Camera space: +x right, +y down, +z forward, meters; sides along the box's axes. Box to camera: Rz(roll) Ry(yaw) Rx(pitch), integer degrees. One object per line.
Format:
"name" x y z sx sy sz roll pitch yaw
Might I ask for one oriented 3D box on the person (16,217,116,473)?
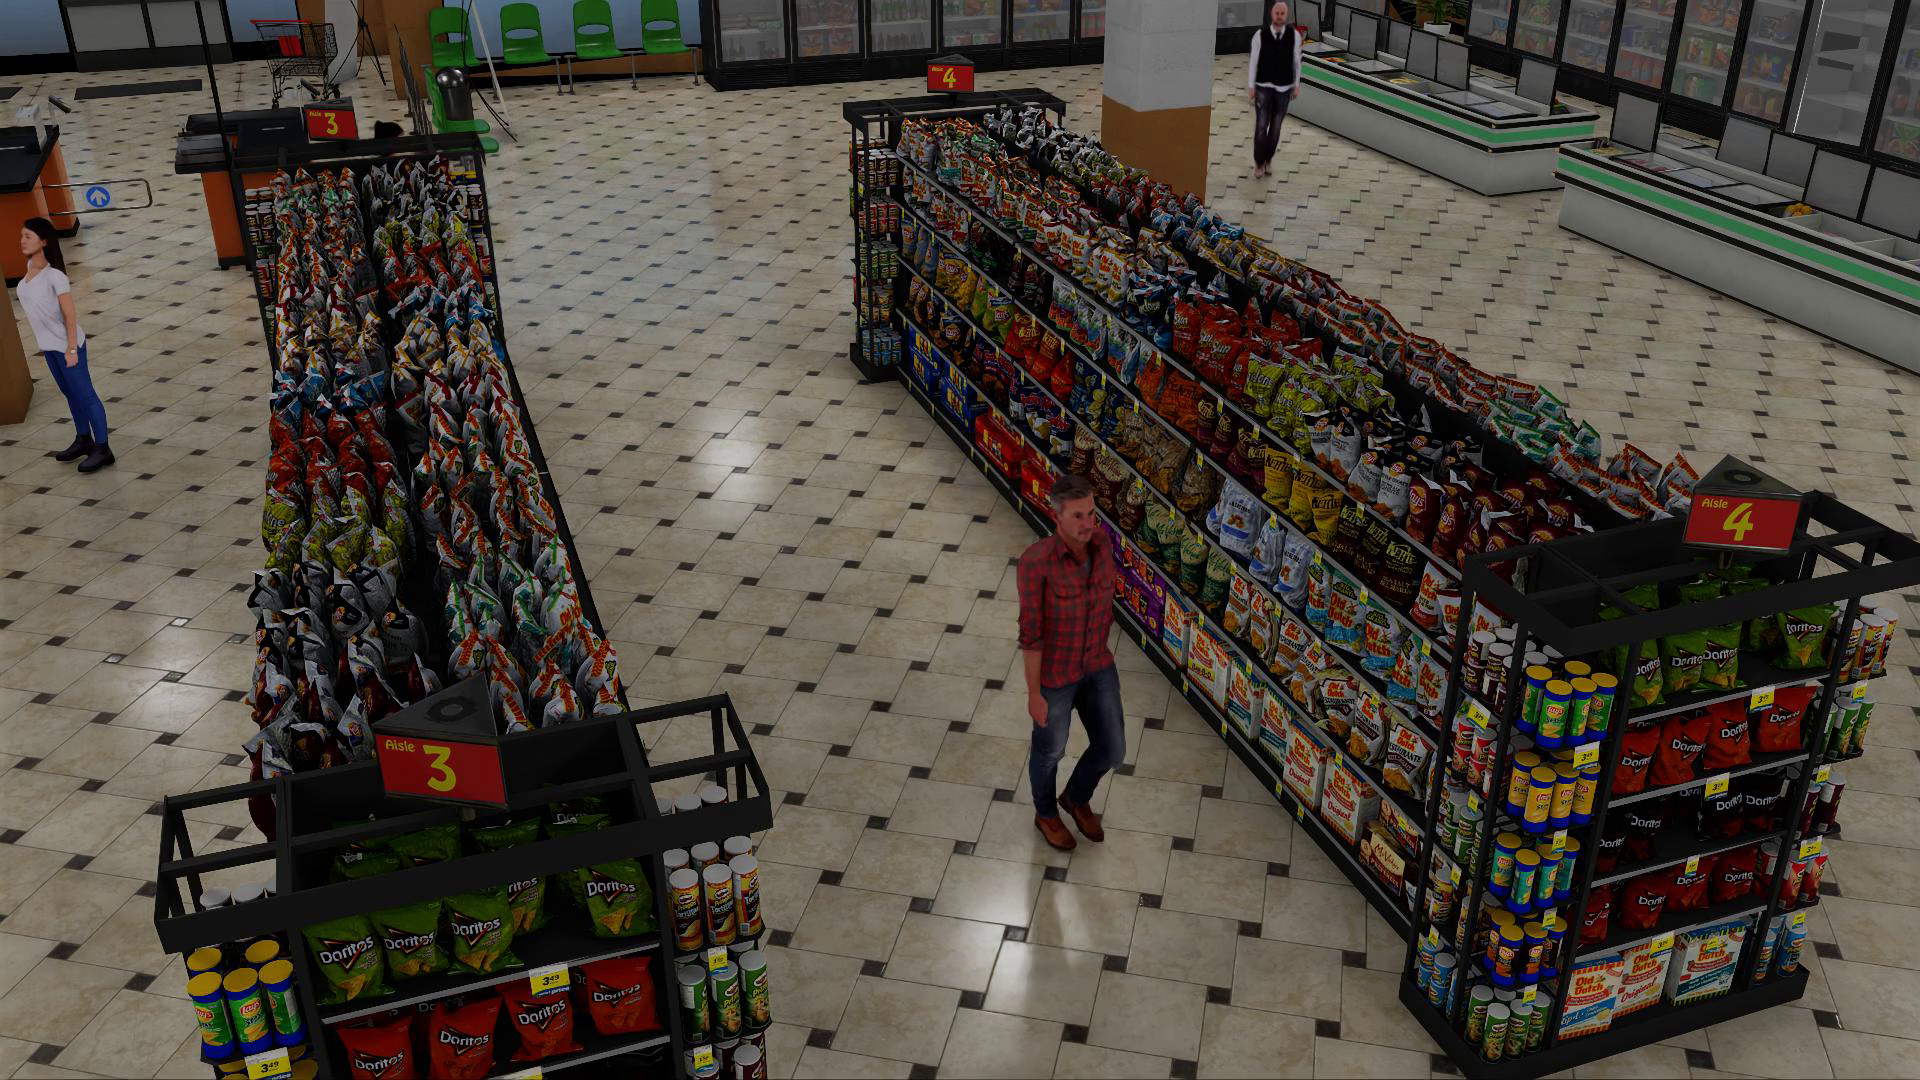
"person" -5.870 -1.270 10.896 0.630 1.684 0.739 20 33 34

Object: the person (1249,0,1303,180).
"person" 3.340 -4.808 17.737 0.831 1.806 0.922 -1 27 -1

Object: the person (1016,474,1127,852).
"person" 0.415 0.521 7.219 0.752 1.816 0.732 -15 31 -27
